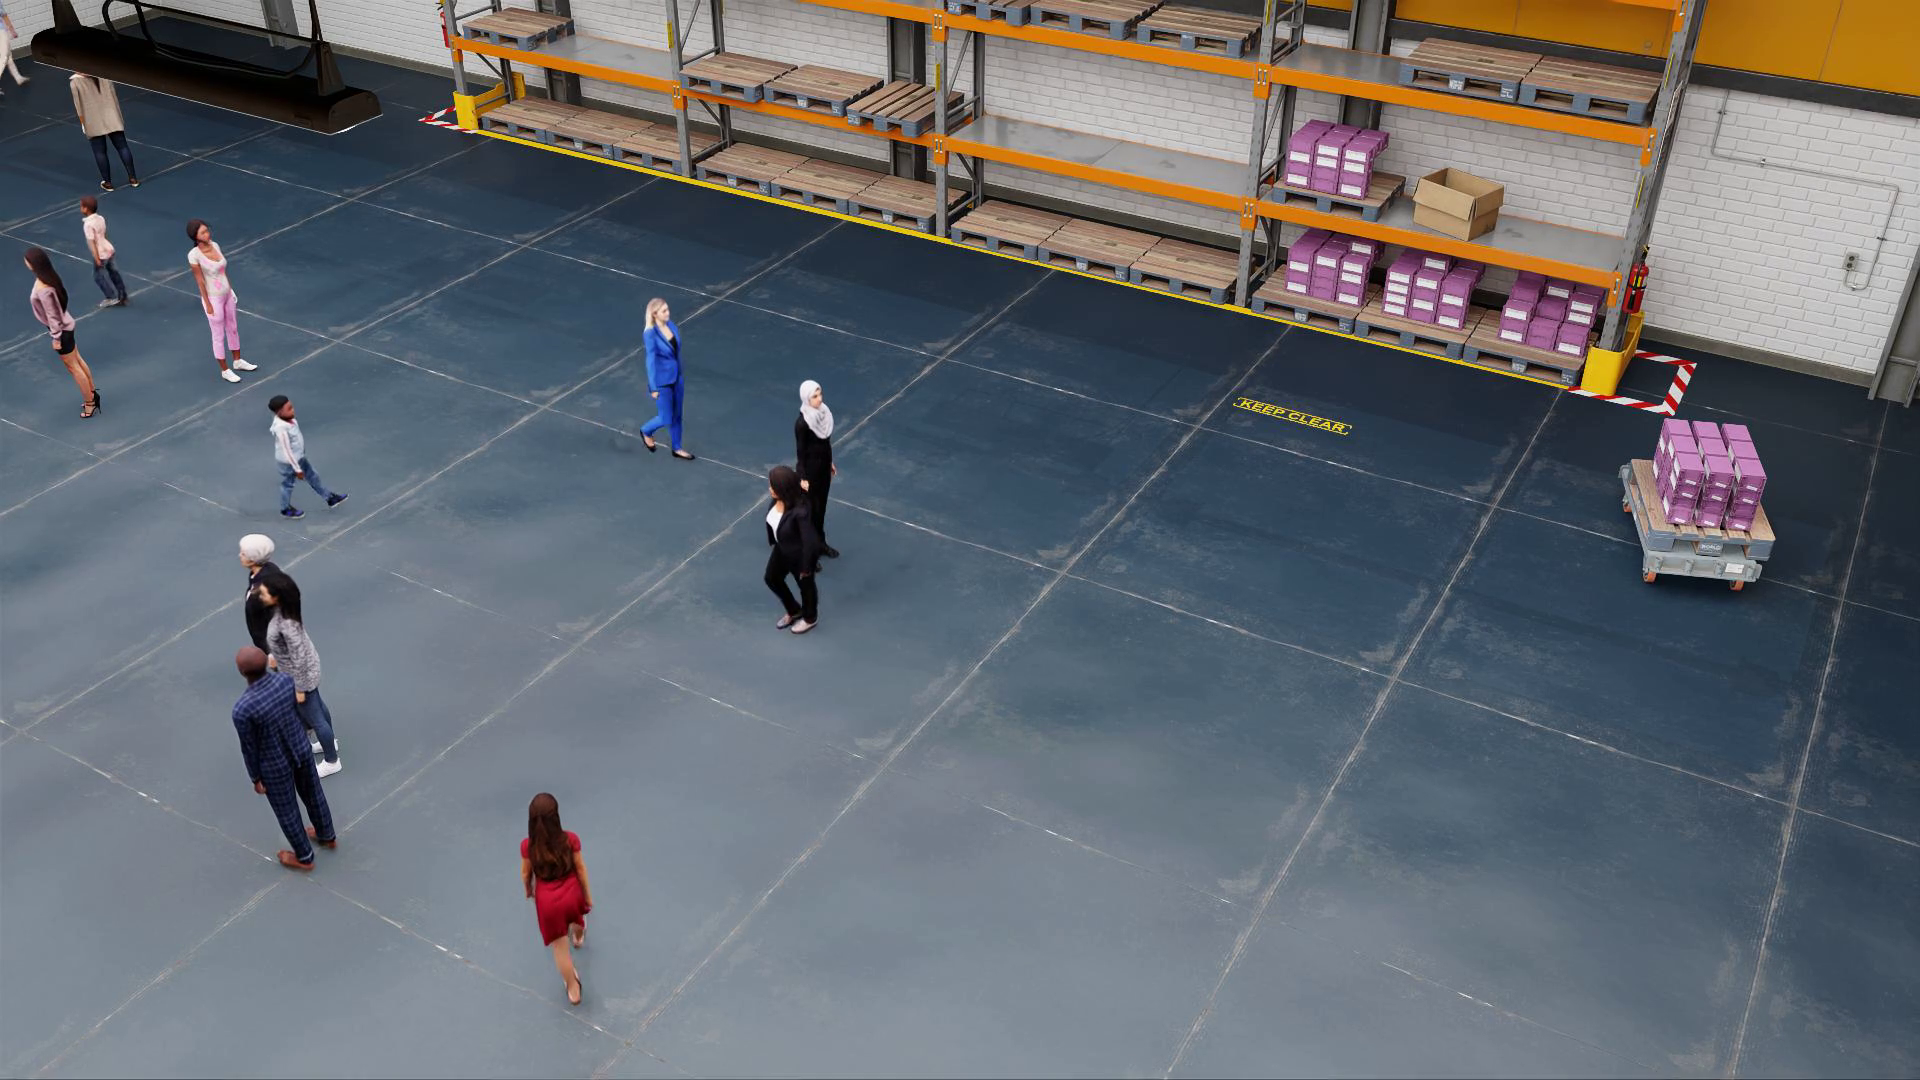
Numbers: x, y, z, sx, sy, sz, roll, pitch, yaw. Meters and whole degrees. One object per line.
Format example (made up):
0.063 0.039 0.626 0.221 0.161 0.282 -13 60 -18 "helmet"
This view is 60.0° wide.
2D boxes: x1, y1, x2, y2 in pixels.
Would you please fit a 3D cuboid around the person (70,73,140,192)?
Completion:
-11.199 -5.511 21.680 0.793 1.890 0.817 -21 39 -28 "person"

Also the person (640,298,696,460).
-2.883 -1.526 15.865 0.789 1.691 0.662 15 36 21 "person"

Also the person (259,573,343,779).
-4.788 0.958 12.090 0.744 1.732 0.662 -12 35 -17 "person"

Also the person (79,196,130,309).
-9.637 -3.248 18.809 0.618 1.300 0.593 2 34 3 "person"

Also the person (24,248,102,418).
-8.936 -2.067 16.570 0.753 1.810 0.691 -9 35 -13 "person"

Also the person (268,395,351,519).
-6.130 -0.741 15.099 0.920 1.230 0.785 -2 34 -4 "person"

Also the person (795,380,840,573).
-1.264 -0.580 14.362 0.537 1.779 0.603 21 39 28 "person"

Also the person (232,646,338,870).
-4.580 1.451 11.273 0.572 1.817 0.626 18 37 25 "person"

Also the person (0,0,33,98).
-14.456 -7.568 24.842 1.175 1.816 0.873 11 35 16 "person"

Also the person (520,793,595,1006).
-2.486 2.260 10.317 0.929 1.525 0.992 -9 35 -13 "person"

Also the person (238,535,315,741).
-5.026 0.739 12.149 0.808 1.781 0.828 -10 35 -15 "person"

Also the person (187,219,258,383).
-7.724 -2.510 17.299 0.583 1.741 0.610 10 35 14 "person"

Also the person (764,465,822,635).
-1.272 0.055 13.569 0.826 1.599 0.706 -26 41 -33 "person"
